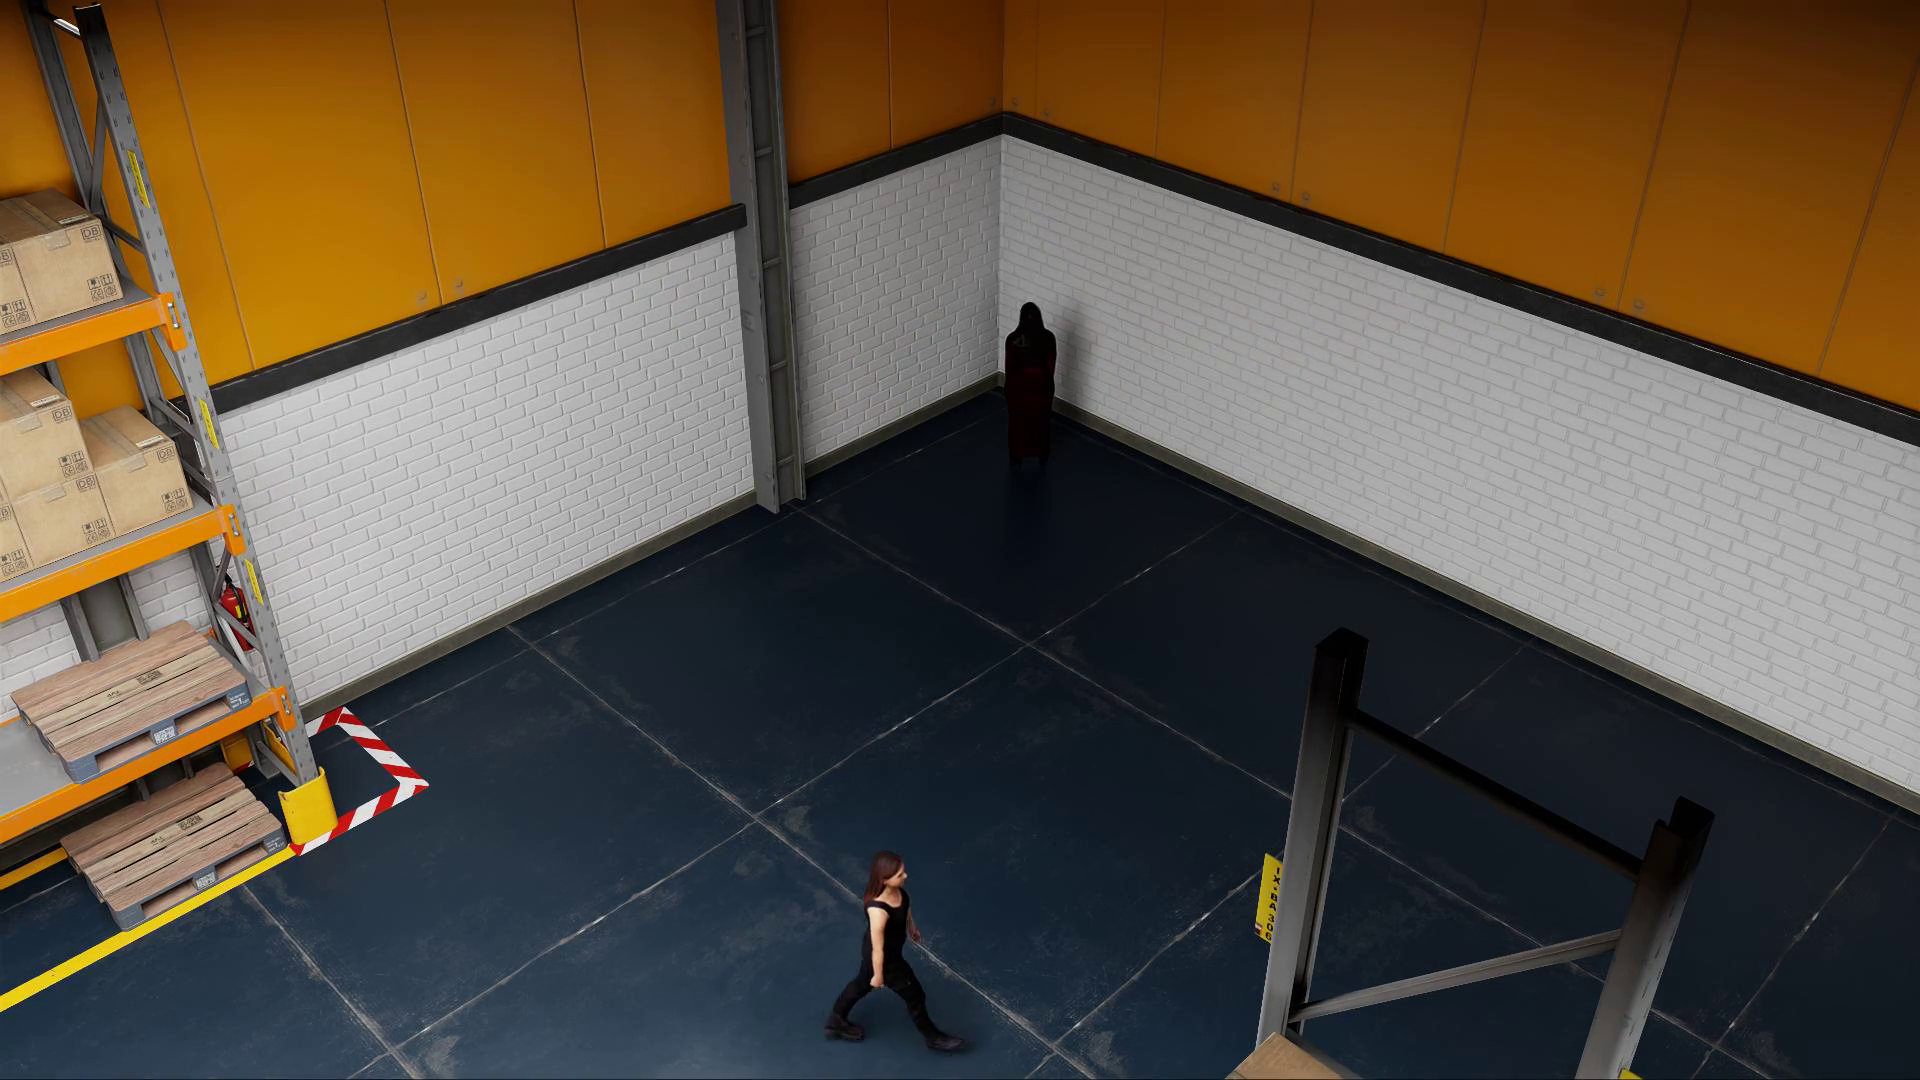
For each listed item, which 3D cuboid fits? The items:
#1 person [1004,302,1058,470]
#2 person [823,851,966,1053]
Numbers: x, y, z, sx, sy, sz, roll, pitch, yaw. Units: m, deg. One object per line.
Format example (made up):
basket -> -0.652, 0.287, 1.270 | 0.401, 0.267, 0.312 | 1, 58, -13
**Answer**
person -> 0.681, -1.489, 16.144 | 0.736, 1.752, 0.826 | -5, 34, -8
person -> -0.534, 2.529, 10.196 | 1.142, 1.644, 1.119 | 2, 34, 3
